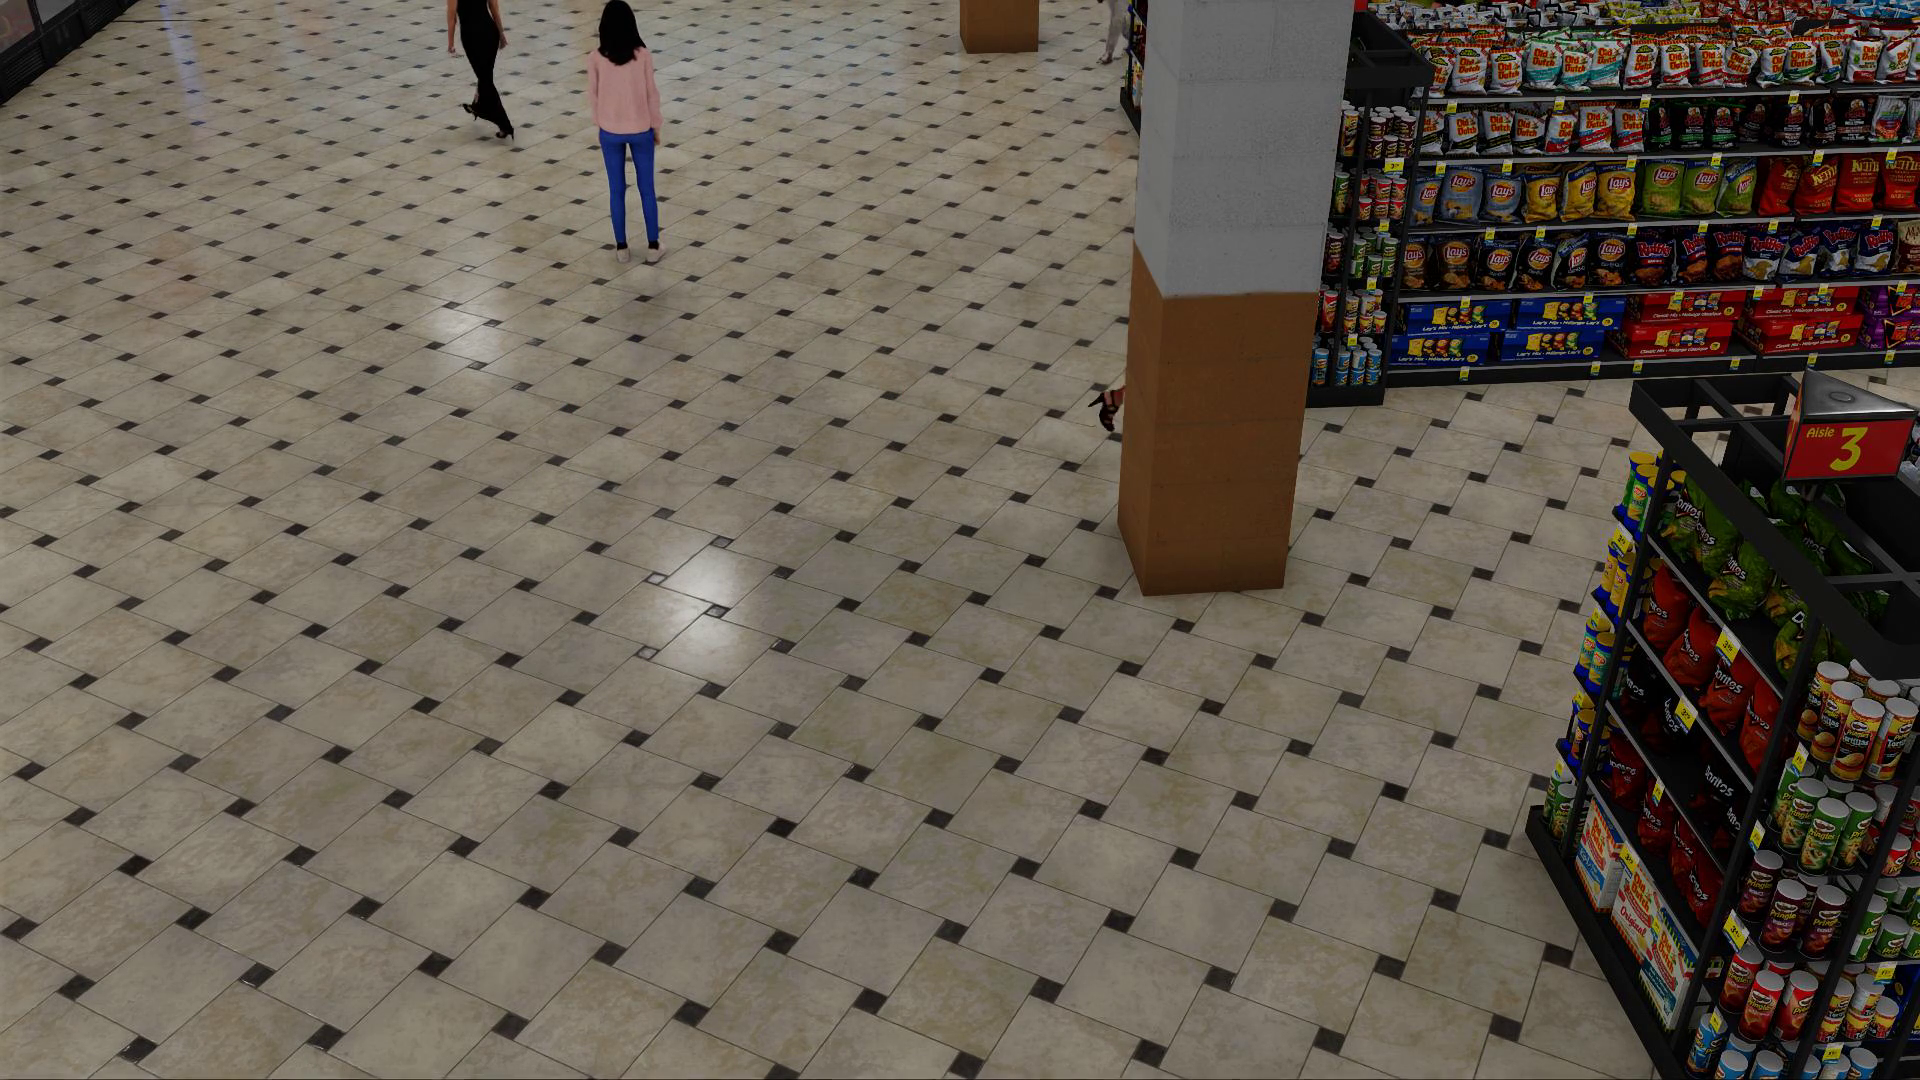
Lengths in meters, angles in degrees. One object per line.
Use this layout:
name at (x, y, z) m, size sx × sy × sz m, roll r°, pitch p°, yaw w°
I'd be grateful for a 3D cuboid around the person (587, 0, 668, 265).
person at (-2.243, -2.731, 11.195) m, size 0.465 × 1.765 × 0.689 m, roll -3°, pitch 32°, yaw -5°

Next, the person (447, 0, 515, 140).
person at (-3.822, -4.002, 13.432) m, size 1.076 × 1.560 × 0.990 m, roll 22°, pitch 38°, yaw 31°

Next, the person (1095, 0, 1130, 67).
person at (1.512, -5.124, 15.485) m, size 0.871 × 1.295 × 0.925 m, roll 23°, pitch 39°, yaw 32°
